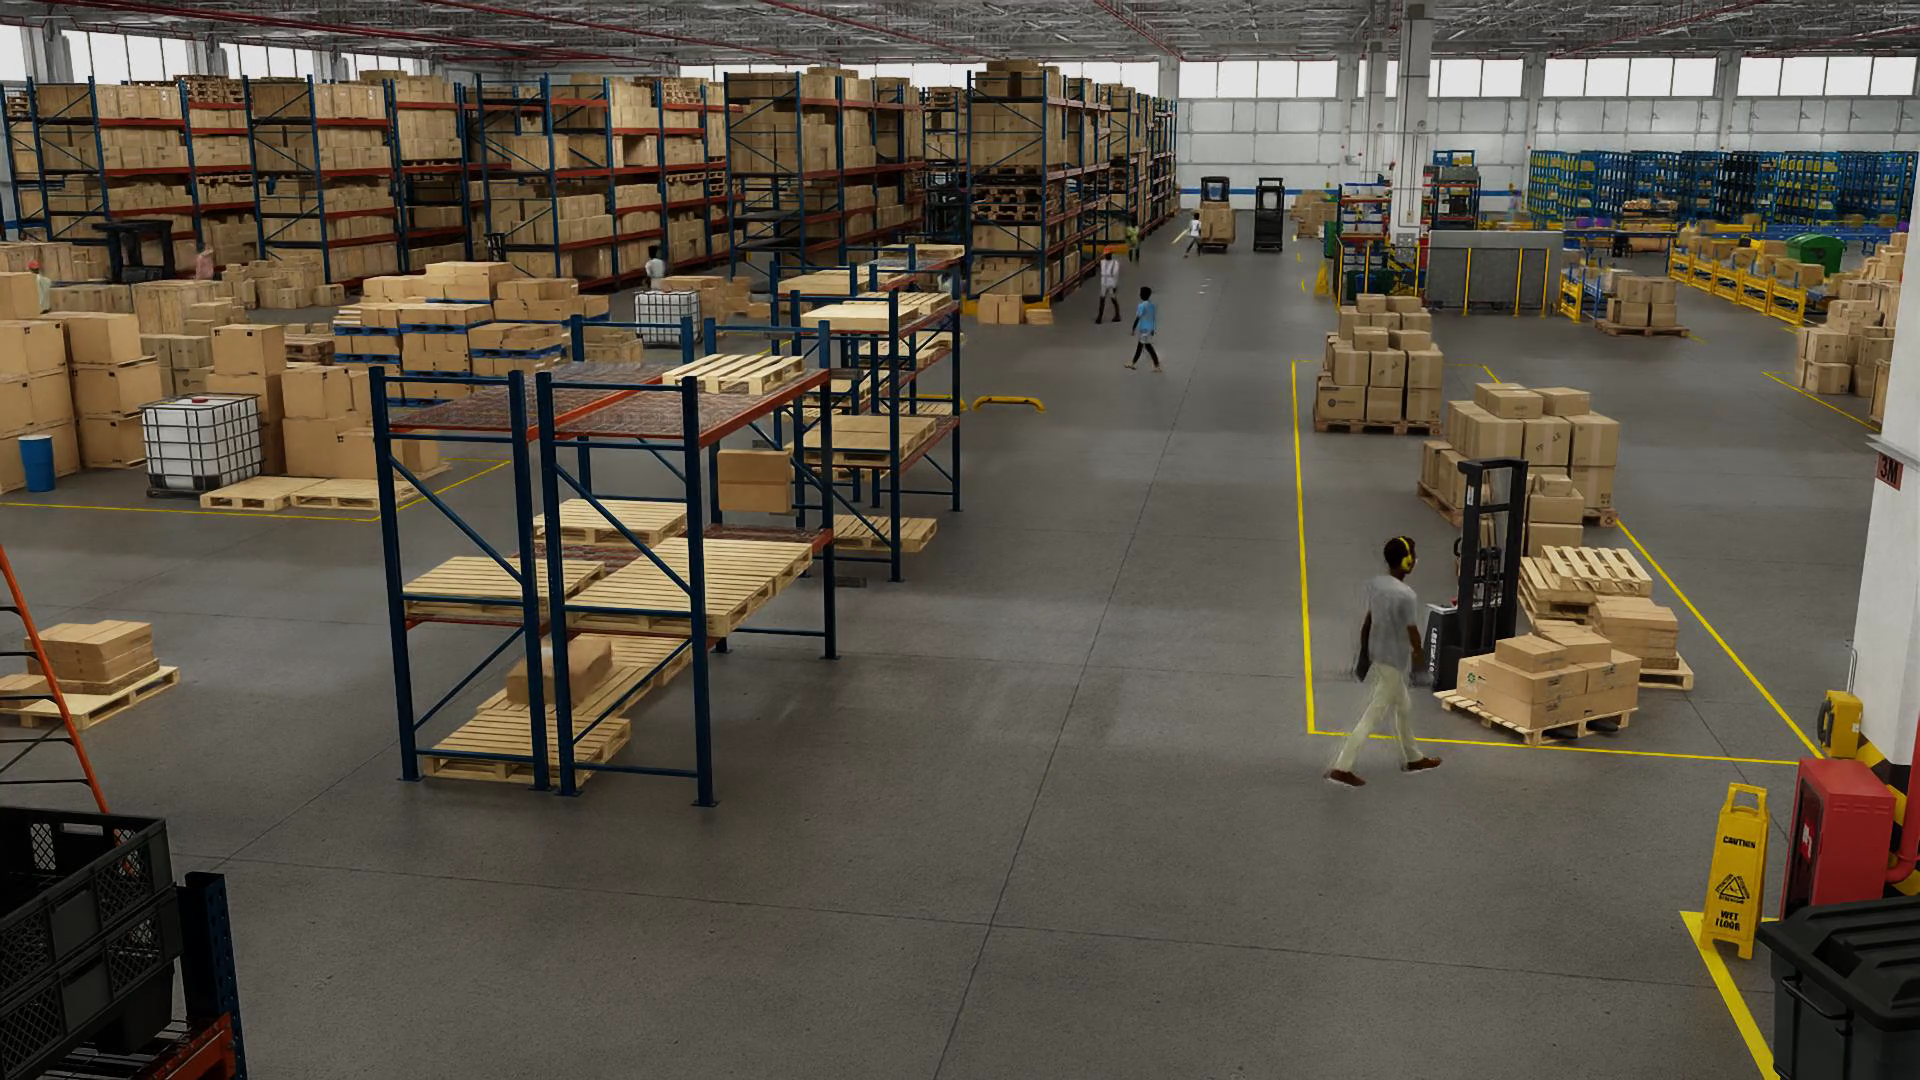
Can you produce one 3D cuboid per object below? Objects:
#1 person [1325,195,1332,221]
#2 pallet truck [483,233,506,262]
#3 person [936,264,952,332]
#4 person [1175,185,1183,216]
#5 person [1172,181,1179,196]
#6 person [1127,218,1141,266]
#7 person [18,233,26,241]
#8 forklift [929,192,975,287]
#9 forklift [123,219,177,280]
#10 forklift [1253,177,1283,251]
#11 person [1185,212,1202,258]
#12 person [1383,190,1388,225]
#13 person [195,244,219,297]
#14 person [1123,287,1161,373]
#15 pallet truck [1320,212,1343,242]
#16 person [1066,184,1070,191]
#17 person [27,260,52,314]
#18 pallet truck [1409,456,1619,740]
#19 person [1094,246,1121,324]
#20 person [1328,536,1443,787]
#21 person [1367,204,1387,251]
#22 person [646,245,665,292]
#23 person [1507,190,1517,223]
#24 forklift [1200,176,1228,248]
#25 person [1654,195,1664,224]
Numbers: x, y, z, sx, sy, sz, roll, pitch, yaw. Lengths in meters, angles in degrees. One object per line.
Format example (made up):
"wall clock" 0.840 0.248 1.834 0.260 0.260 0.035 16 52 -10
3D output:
"person" 16.485 -14.504 74.301 0.849 1.799 0.624 4 14 16
"pallet truck" -11.832 -7.026 43.548 1.885 1.965 0.823 8 16 28
"person" -0.267 -5.034 35.634 0.517 1.908 0.608 -13 19 -42
"person" 11.824 -18.565 91.007 0.828 1.704 0.490 5 15 21
"person" 11.766 -18.946 92.234 0.649 1.860 0.767 -8 16 -30
"person" 6.004 -10.260 57.352 0.524 1.660 0.716 -5 15 -20
"person" -28.102 -8.418 49.989 0.535 1.601 0.789 -8 16 -29
"forklift" -0.207 -9.050 49.946 1.129 2.768 1.873 3 14 10
"forklift" -16.648 -5.229 34.433 1.129 2.768 1.873 3 14 10
"forklift" 12.083 -12.747 64.956 1.129 2.768 1.873 3 14 10
"person" 8.623 -11.219 61.257 0.543 1.676 0.741 12 19 41
"person" 20.916 -16.282 81.646 0.334 1.743 0.560 7 16 27
"person" -19.347 -6.671 42.532 1.163 1.809 0.658 3 14 10
"person" 3.594 -4.098 32.365 0.874 1.649 0.531 8 16 29
"pallet truck" 15.874 -13.227 70.310 0.680 1.201 1.601 10 17 35
"person" 5.786 -18.687 91.274 0.683 1.808 0.434 -6 15 -24
"person" -19.302 -4.897 35.014 0.966 1.956 0.628 10 17 36
"pallet truck" 4.504 0.400 13.395 0.823 1.965 1.885 -6 15 -23
"person" 3.648 -6.228 40.542 0.560 1.892 0.983 11 17 37
"person" 3.072 0.870 11.875 0.993 1.823 0.518 -3 14 -14
"person" 16.190 -12.142 64.565 1.017 1.884 0.621 -9 17 -33
"person" -7.291 -6.072 39.750 0.410 1.953 0.601 10 17 35
"person" 26.518 -15.942 80.098 0.617 1.821 0.610 -1 14 -4
"forklift" 10.176 -13.111 66.437 1.129 2.768 1.873 3 14 10
"person" 30.758 -14.271 73.265 0.984 1.855 0.640 2 14 7
